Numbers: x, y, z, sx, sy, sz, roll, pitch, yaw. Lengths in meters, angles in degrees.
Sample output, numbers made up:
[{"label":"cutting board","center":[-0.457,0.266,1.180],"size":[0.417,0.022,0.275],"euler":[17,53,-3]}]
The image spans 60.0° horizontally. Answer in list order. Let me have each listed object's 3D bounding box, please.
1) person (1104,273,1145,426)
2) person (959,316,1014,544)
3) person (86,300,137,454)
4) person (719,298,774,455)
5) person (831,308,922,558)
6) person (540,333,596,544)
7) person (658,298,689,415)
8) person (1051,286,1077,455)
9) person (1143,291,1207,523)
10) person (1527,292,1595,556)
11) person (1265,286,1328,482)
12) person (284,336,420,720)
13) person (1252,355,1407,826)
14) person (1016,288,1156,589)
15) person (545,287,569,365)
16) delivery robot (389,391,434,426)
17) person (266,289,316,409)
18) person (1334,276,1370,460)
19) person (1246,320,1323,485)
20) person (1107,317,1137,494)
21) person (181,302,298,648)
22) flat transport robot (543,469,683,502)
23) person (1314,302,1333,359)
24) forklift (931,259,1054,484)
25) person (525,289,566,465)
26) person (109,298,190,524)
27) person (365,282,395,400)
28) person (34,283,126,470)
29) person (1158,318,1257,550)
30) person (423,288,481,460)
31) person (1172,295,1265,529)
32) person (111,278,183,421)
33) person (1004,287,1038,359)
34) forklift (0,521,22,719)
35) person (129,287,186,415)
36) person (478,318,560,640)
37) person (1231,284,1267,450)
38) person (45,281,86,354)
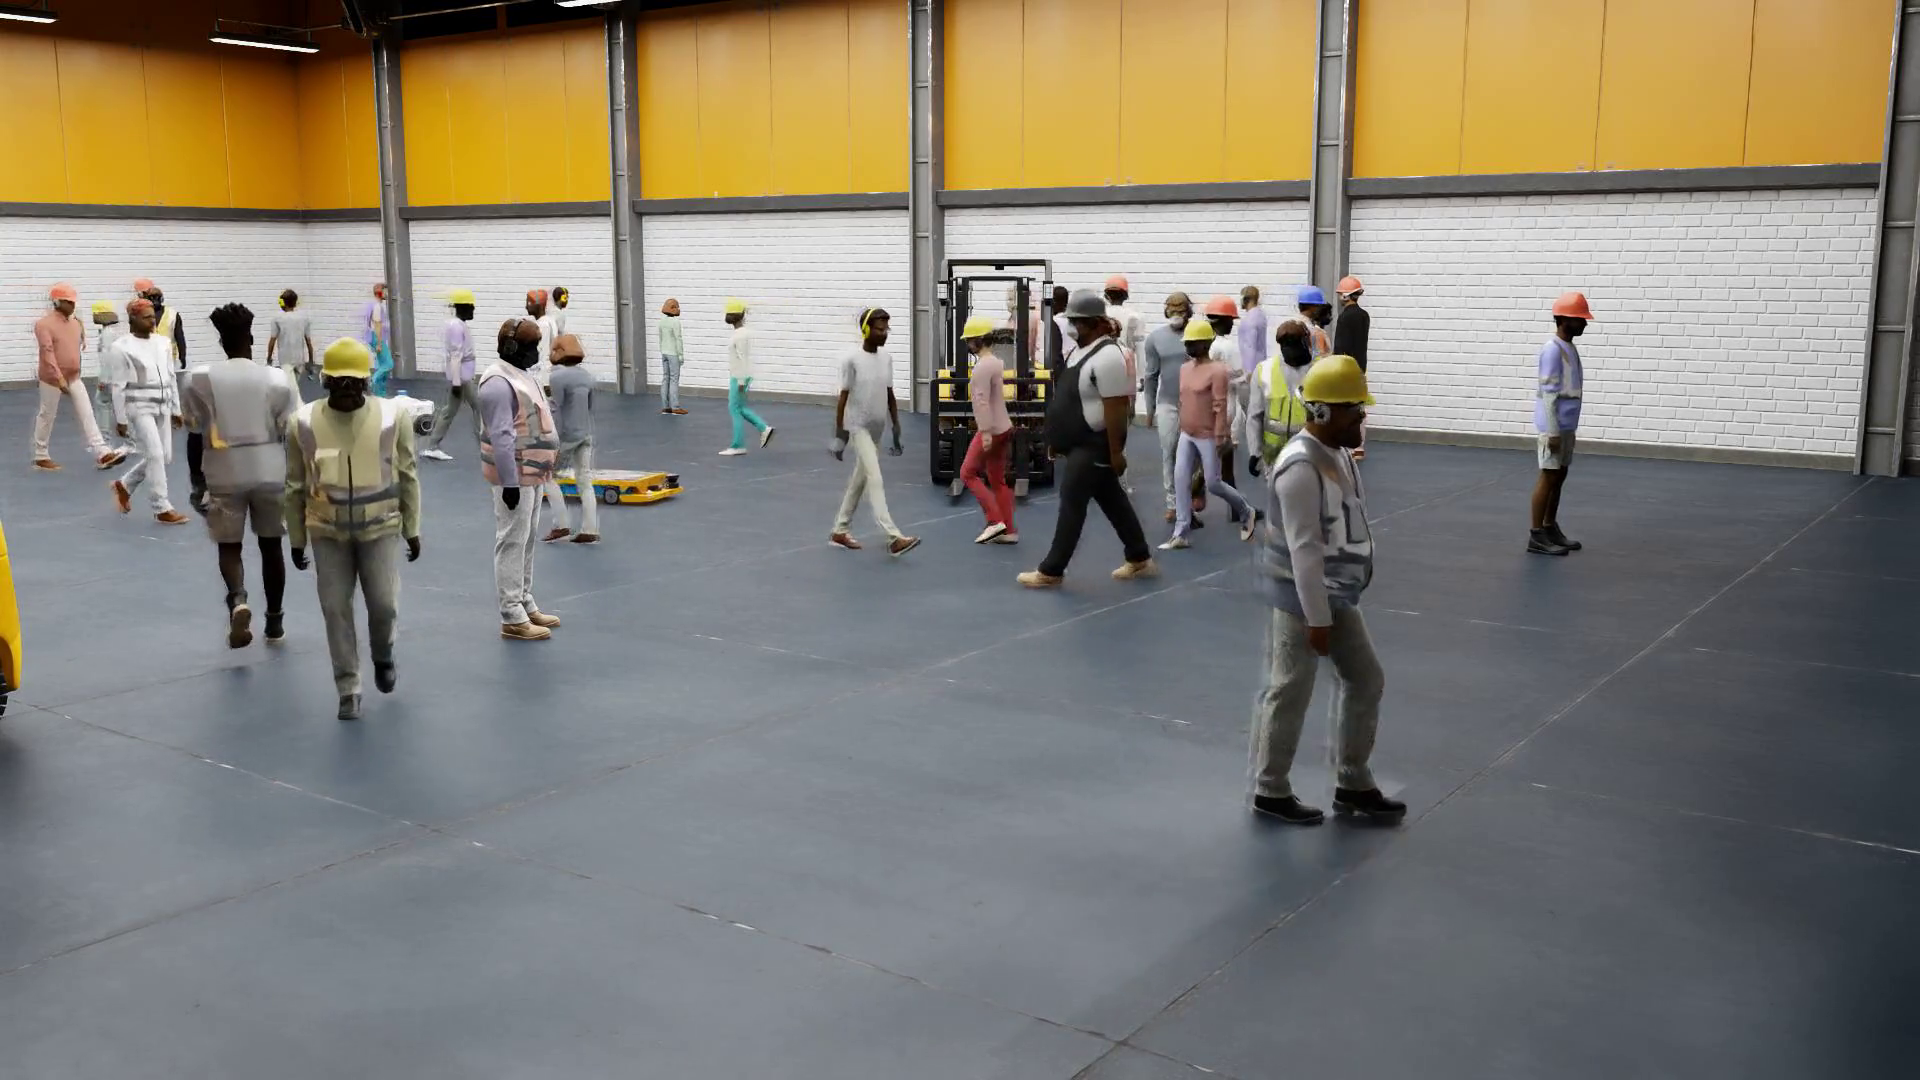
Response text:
[{"label":"person","center":[1.621,-1.748,17.299],"size":[0.634,2.030,0.477],"euler":[2,10,12]},{"label":"person","center":[0.206,-0.813,12.578],"size":[0.457,1.741,0.592],"euler":[2,10,14]},{"label":"person","center":[-9.575,-1.811,18.565],"size":[0.659,1.720,0.506],"euler":[-4,10,-24]},{"label":"person","center":[-2.410,-1.816,18.525],"size":[0.530,1.751,0.540],"euler":[-1,10,-9]},{"label":"person","center":[-0.634,-0.782,12.210],"size":[1.004,1.807,0.510],"euler":[8,12,38]},{"label":"person","center":[-3.013,-0.767,12.691],"size":[0.555,1.609,0.521],"euler":[4,10,23]},{"label":"person","center":[-4.060,-2.585,23.464],"size":[0.281,1.634,0.498],"euler":[-8,13,-41]},{"label":"person","center":[1.177,-1.829,18.248],"size":[0.658,1.880,0.718],"euler":[8,12,39]},{"label":"person","center":[1.845,-1.098,13.778],"size":[0.655,1.915,0.534],"euler":[4,10,20]},{"label":"person","center":[4.447,-0.857,12.282],"size":[0.367,1.934,0.544],"euler":[7,12,35]},{"label":"person","center":[3.411,-1.508,16.216],"size":[0.904,1.906,0.620],"euler":[-2,10,-11]},{"label":"person","center":[-2.884,-0.062,7.911],"size":[0.617,1.812,0.476],"euler":[-3,10,-16]},{"label":"person","center":[1.442,0.214,6.279],"size":[0.704,1.805,0.619],"euler":[5,11,28]},{"label":"person","center":[0.894,-0.707,11.073],"size":[1.008,2.000,0.691],"euler":[-1,10,-8]},{"label":"person","center":[-5.453,-2.485,22.335],"size":[0.694,1.815,0.522],"euler":[-8,12,-38]},{"label":"delivery robot","center":[-6.886,-1.604,20.551],"size":[0.707,0.478,0.477],"euler":[-5,11,-29]},{"label":"person","center":[-8.202,-2.166,20.426],"size":[0.954,1.831,0.518],"euler":[7,12,35]},{"label":"person","center":[4.193,-1.840,17.958],"size":[0.396,1.992,0.623],"euler":[7,12,37]},{"label":"person","center":[2.237,-0.574,11.112],"size":[0.622,1.784,1.034],"euler":[4,10,22]},{"label":"person","center":[1.384,-1.234,15.396],"size":[0.514,1.644,0.308],"euler":[4,10,22]},{"label":"person","center":[-3.925,-0.335,9.156],"size":[0.610,1.941,0.638],"euler":[-4,10,-24]},{"label":"flat transport robot","center":[-3.314,-0.504,15.124],"size":[1.431,0.197,0.652],"euler":[3,10,16]},{"label":"person","center":[4.155,-1.909,19.280],"size":[0.319,1.690,0.531],"euler":[2,10,12]},{"label":"forklift","center":[0.370,-1.738,16.759],"size":[1.214,2.155,2.313],"euler":[1,10,3]},{"label":"person","center":[-4.397,-1.687,17.445],"size":[0.503,1.867,0.575],"euler":[0,10,-2]},{"label":"person","center":[-6.747,-1.059,13.716],"size":[0.775,1.866,0.584],"euler":[3,10,18]},{"label":"person","center":[-8.877,-3.022,25.463],"size":[0.438,1.827,0.581],"euler":[-3,10,-17]},{"label":"person","center":[-9.142,-1.655,17.046],"size":[1.056,1.923,0.601],"euler":[3,10,18]},{"label":"person","center":[1.875,-0.795,12.504],"size":[0.757,1.742,0.525],"euler":[-6,11,-32]},{"label":"person","center":[-5.379,-1.785,17.995],"size":[0.974,1.880,0.601],"euler":[-3,10,-17]},{"label":"person","center":[2.095,-1.034,13.498],"size":[0.959,1.892,0.556],"euler":[-4,10,-23]},{"label":"person","center":[-10.947,-2.531,22.252],"size":[1.020,1.944,0.635],"euler":[1,10,8]},{"label":"person","center":[0.733,-1.950,18.959],"size":[0.781,1.877,0.644],"euler":[-4,10,-21]},{"label":"forklift","center":[-5.296,-0.090,6.943],"size":[1.214,2.155,2.313],"euler":[7,12,35]},{"label":"person","center":[-10.376,-2.357,21.564],"size":[0.660,1.811,0.833],"euler":[-6,11,-31]},{"label":"person","center":[-2.524,-0.354,9.586],"size":[0.429,1.837,0.621],"euler":[0,10,-2]},{"label":"person","center":[3.373,-1.951,18.900],"size":[0.875,1.909,0.629],"euler":[4,10,22]},{"label":"person","center":[-14.268,-3.204,26.557],"size":[0.539,1.833,0.406],"euler":[-5,11,-25]}]
